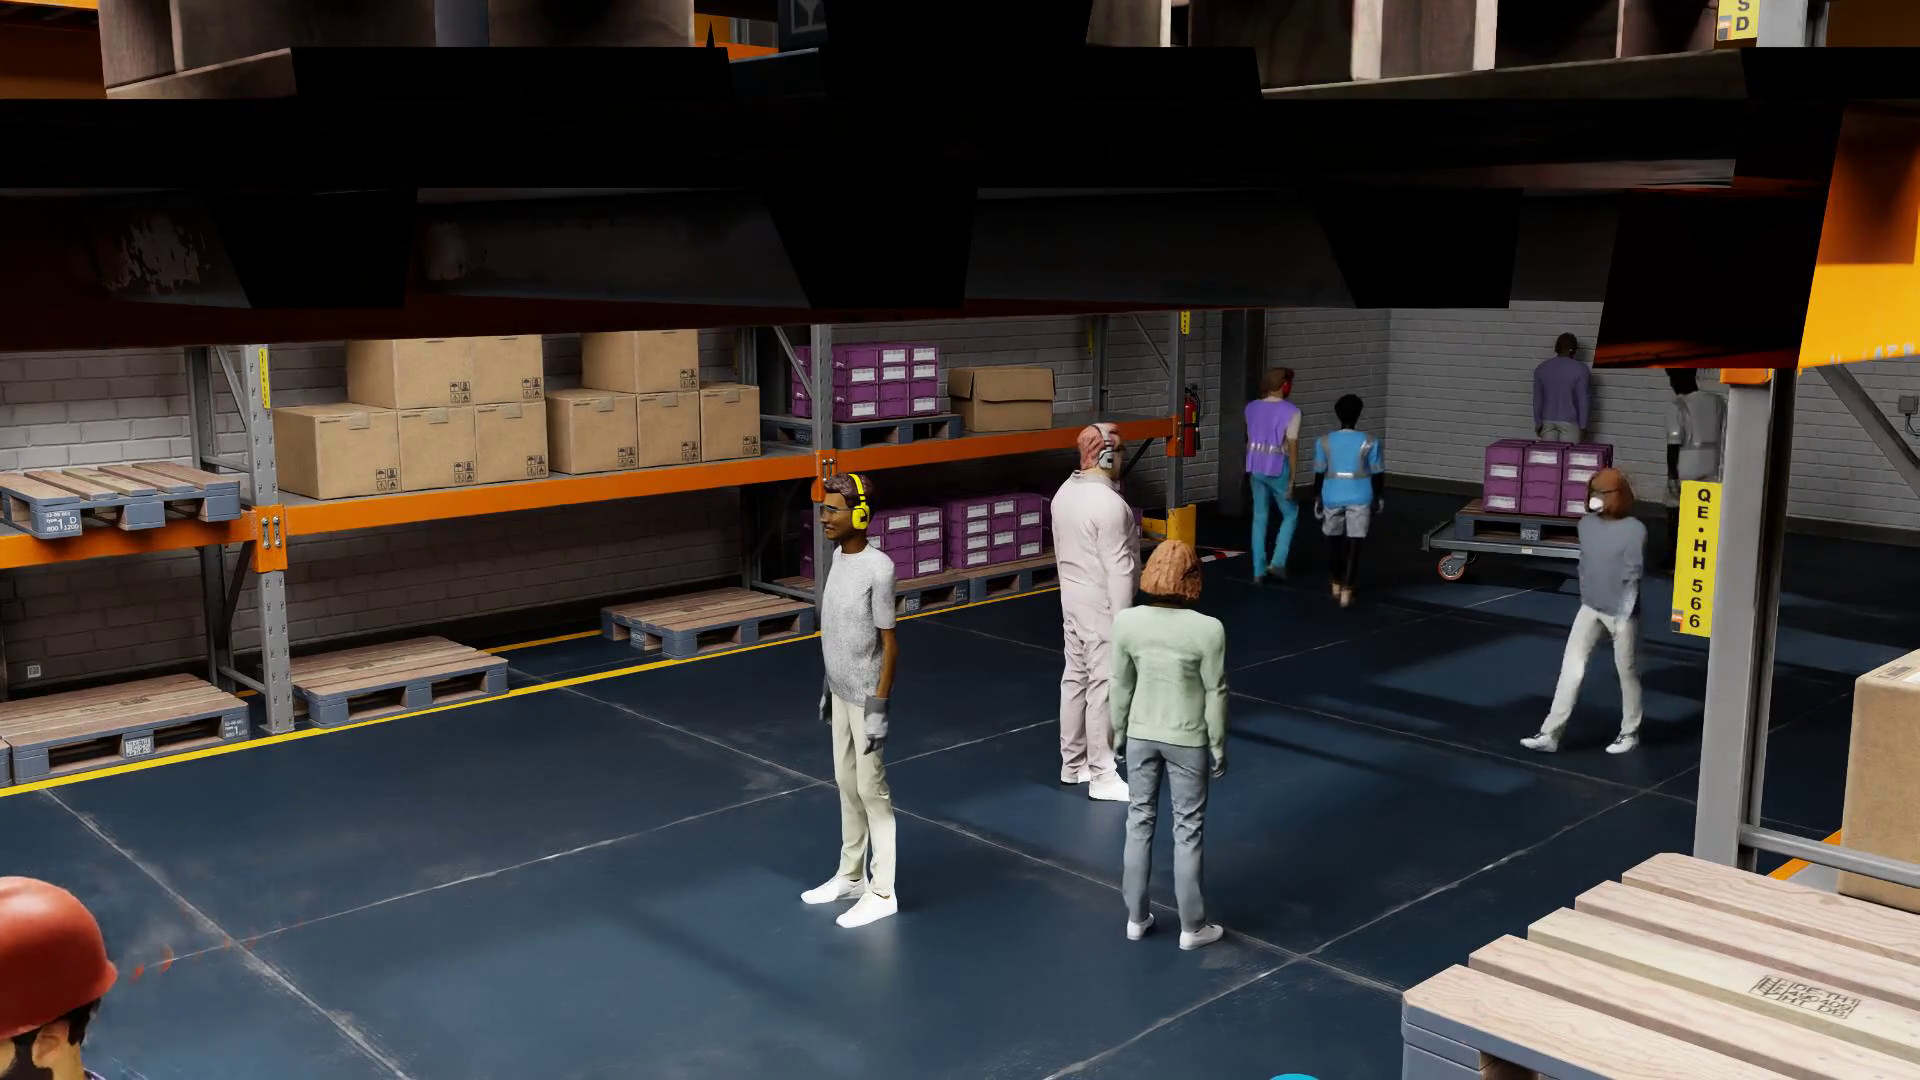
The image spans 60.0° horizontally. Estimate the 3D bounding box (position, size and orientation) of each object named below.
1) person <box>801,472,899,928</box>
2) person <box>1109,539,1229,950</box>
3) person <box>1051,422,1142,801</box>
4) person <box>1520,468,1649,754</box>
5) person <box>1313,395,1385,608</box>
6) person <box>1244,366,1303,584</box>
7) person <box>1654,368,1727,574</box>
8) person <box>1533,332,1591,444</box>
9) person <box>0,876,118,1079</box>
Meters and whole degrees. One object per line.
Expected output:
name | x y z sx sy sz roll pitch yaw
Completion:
person | -0.439 0.649 6.839 0.328 1.873 0.518 -6 11 -30
person | 0.830 0.806 6.607 0.498 1.634 0.283 6 11 31
person | 0.715 0.359 8.419 0.410 1.913 0.643 -4 11 -23
person | 3.447 0.414 9.030 0.821 1.593 0.506 -5 11 -28
person | 3.042 -0.301 13.042 0.538 1.669 0.744 5 11 26
person | 2.609 -0.533 13.894 0.562 1.821 0.472 8 13 41
person | 6.218 -0.593 13.984 0.646 1.915 0.918 -2 10 -11
person | 6.383 -1.231 17.661 0.372 1.935 0.627 -8 13 -40
person | -1.204 1.373 2.465 0.554 1.921 0.730 8 12 38
